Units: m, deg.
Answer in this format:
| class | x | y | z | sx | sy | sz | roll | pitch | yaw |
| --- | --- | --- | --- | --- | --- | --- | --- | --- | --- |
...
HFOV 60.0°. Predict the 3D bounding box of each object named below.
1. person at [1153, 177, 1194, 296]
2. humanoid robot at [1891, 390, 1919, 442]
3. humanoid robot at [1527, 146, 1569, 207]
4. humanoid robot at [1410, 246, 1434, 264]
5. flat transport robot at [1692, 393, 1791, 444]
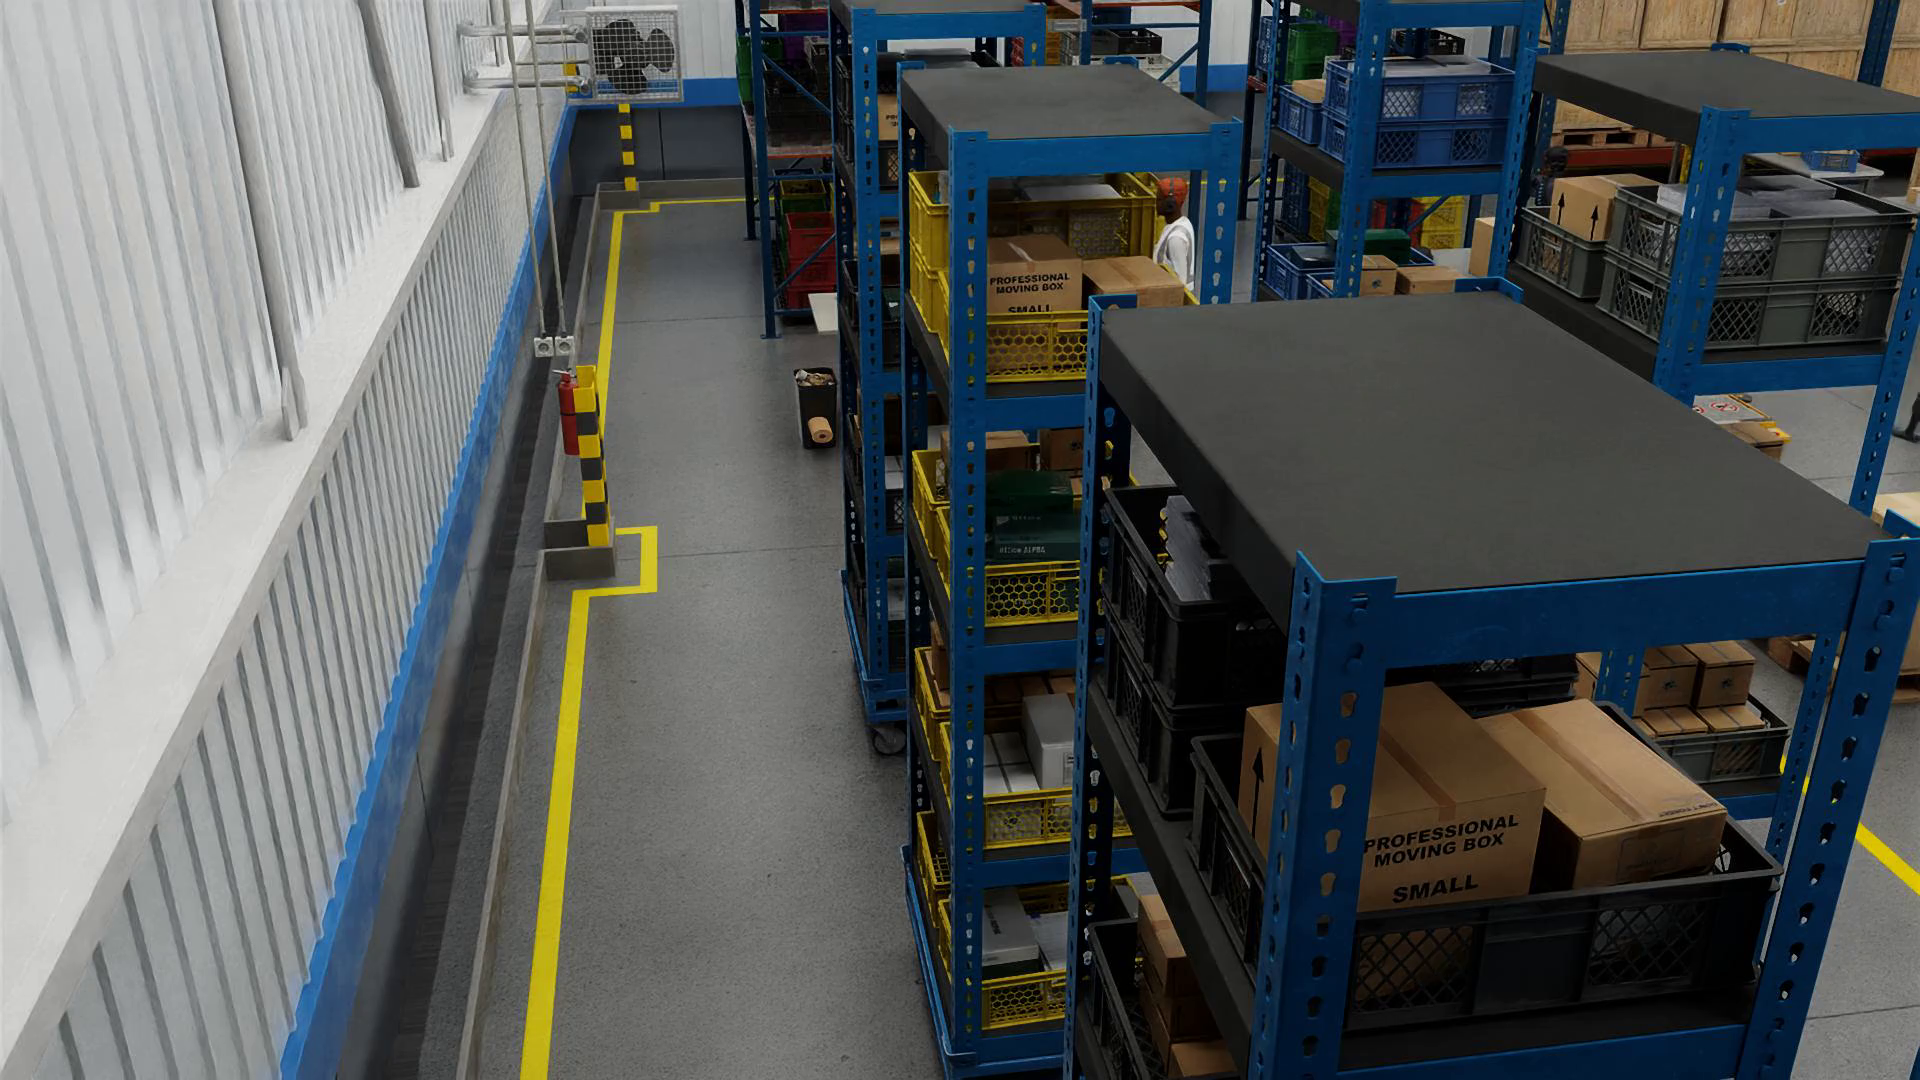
| class | x | y | z | sx | sy | sz | roll | pitch | yaw |
| --- | --- | --- | --- | --- | --- | --- | --- | --- | --- |
| person | 1.516 | -1.679 | 12.014 | 0.337 | 1.882 | 0.582 | 3 | 25 | 6 |
| humanoid robot | 7.132 | -1.395 | 11.718 | 0.628 | 1.611 | 0.745 | -11 | 27 | -23 |
| humanoid robot | 4.889 | -2.475 | 13.982 | 0.326 | 1.655 | 0.609 | -17 | 30 | -33 |
| humanoid robot | 2.979 | -1.136 | 11.065 | 0.602 | 1.658 | 0.324 | 6 | 25 | 13 |
| flat transport robot | 5.224 | -0.859 | 12.132 | 1.431 | 0.197 | 0.652 | -4 | 25 | -8 |
